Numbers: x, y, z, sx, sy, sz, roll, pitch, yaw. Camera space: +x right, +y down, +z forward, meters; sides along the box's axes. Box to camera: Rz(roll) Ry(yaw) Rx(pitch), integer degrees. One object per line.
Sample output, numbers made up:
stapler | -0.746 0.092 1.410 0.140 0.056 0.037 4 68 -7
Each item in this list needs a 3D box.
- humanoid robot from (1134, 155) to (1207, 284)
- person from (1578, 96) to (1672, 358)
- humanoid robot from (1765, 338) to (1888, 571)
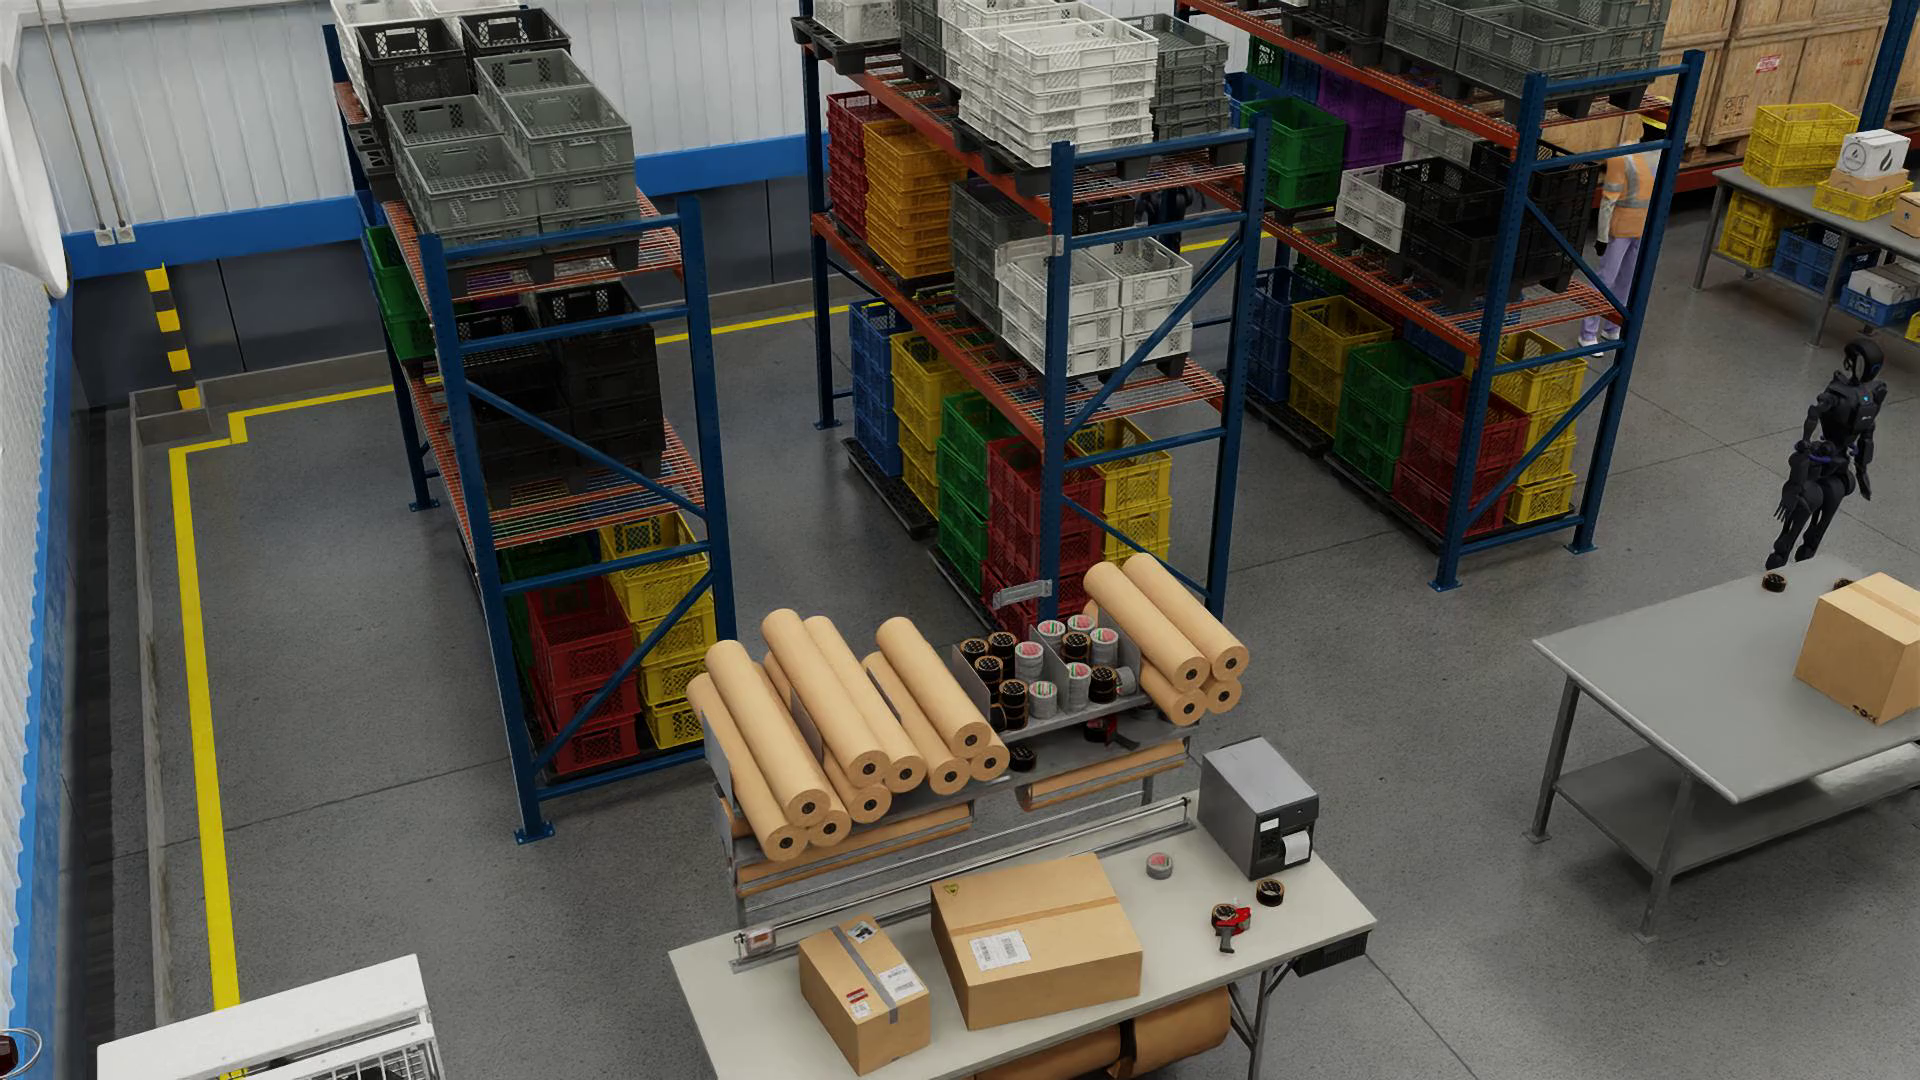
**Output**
humanoid robot | 1.652 -2.752 13.084 0.614 1.657 0.313 -13 34 -20
person | 4.883 -2.271 12.077 0.593 1.925 0.372 -13 34 -20
humanoid robot | 4.778 -0.346 9.176 0.614 1.657 0.313 -13 34 -20
